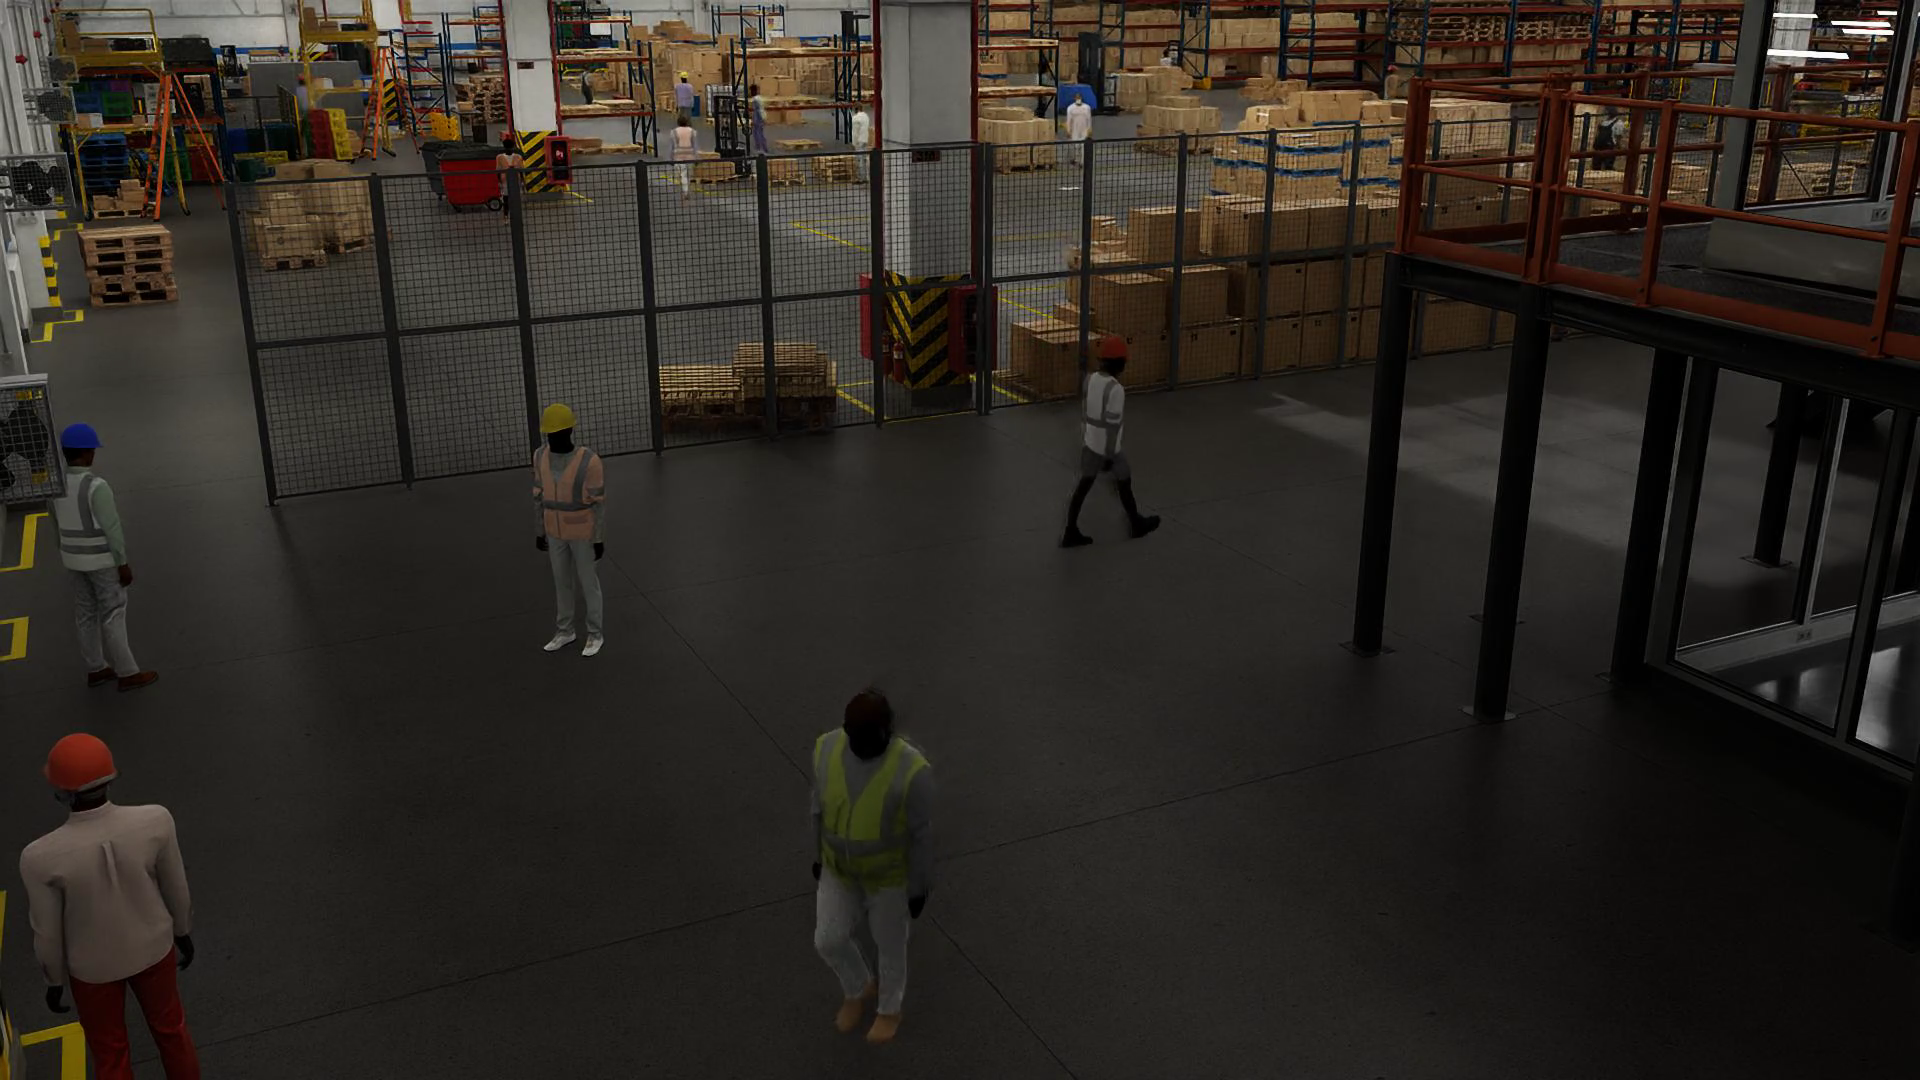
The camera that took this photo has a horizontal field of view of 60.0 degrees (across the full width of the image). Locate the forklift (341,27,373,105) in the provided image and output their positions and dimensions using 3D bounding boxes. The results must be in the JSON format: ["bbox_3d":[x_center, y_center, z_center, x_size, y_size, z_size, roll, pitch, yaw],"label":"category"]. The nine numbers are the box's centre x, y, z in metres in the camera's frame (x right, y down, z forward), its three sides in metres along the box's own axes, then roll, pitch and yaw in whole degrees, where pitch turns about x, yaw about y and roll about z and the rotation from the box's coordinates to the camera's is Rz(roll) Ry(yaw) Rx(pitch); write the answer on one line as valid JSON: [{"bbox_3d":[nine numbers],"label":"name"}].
[{"bbox_3d":[-22.275,-17.346,60.954,1.873,2.768,1.129,-9,21,-25],"label":"forklift"}]

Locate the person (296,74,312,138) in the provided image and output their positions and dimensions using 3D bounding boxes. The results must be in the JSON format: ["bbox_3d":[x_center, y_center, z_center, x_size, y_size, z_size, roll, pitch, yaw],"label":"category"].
[{"bbox_3d":[-19.589,-12.963,49.757,1.012,1.879,0.563,13,23,33],"label":"person"}]

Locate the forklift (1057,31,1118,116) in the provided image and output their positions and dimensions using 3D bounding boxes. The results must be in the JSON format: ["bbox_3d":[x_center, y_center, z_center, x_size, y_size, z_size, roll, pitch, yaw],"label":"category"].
[{"bbox_3d":[4.326,-15.901,56.764,1.873,2.768,1.129,-9,21,-25],"label":"forklift"}]

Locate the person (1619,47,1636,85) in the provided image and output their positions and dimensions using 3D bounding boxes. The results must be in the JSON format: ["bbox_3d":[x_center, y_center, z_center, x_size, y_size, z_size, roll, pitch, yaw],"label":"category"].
[{"bbox_3d":[27.395,-19.330,68.281,0.619,1.838,0.430,1,19,3],"label":"person"}]

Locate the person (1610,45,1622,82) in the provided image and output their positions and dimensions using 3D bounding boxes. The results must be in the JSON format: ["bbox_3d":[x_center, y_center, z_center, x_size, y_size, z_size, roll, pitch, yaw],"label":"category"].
[{"bbox_3d":[28.427,-20.569,72.090,0.552,1.683,0.425,1,19,2],"label":"person"}]

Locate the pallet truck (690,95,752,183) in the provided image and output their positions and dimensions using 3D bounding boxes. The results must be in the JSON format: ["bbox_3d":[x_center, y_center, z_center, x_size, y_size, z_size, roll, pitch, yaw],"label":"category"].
[{"bbox_3d":[-5.836,-9.608,39.856,0.823,1.965,1.885,10,22,27],"label":"pallet truck"}]

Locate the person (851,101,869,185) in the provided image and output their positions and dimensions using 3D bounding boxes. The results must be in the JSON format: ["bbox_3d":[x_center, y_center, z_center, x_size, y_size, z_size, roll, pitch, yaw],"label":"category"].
[{"bbox_3d":[-2.364,-9.369,39.270,0.369,1.932,0.623,10,21,26],"label":"person"}]

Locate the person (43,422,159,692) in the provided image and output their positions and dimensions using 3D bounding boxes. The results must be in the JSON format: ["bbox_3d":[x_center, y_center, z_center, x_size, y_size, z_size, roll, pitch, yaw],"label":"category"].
[{"bbox_3d":[-6.084,0.129,11.713,0.602,1.943,0.399,8,21,22],"label":"person"}]

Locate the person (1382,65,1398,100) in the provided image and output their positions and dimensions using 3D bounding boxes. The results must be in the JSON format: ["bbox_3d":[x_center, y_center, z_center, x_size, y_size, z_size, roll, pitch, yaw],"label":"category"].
[{"bbox_3d":[13.892,-14.430,53.949,0.555,1.915,0.645,-9,21,-24],"label":"person"}]

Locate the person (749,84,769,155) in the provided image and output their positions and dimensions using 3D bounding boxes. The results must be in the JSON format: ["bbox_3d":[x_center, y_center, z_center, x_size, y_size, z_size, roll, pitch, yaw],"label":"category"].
[{"bbox_3d":[-5.554,-11.484,45.460,0.697,1.886,0.675,1,19,4],"label":"person"}]

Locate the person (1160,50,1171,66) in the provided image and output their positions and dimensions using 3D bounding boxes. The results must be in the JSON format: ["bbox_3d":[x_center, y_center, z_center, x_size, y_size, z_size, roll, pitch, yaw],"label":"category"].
[{"bbox_3d":[8.044,-18.217,65.040,0.520,1.845,0.845,-3,19,-10],"label":"person"}]

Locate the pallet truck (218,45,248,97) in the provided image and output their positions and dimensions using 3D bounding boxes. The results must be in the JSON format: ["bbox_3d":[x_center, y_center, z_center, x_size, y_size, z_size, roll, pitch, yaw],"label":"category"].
[{"bbox_3d":[-28.879,-18.665,66.111,0.823,1.965,1.885,-3,19,-9],"label":"pallet truck"}]

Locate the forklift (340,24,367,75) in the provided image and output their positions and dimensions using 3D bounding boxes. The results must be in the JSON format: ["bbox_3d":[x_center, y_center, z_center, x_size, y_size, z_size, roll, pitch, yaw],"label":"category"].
[{"bbox_3d":[-23.493,-18.591,64.562,1.129,2.768,1.873,13,23,34],"label":"forklift"}]

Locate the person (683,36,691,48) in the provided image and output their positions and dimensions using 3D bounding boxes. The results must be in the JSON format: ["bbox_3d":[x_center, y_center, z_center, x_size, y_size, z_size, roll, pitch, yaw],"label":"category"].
[{"bbox_3d":[-12.346,-21.752,75.149,0.544,1.939,0.354,8,21,21],"label":"person"}]

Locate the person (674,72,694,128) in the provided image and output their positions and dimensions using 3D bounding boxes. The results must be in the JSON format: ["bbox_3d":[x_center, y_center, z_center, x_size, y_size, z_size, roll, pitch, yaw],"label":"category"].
[{"bbox_3d":[-8.277,-13.087,50.045,0.585,1.929,0.377,4,19,11],"label":"person"}]

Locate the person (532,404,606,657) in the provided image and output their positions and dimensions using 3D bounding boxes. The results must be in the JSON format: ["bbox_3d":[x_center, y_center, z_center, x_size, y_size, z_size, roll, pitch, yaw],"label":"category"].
[{"bbox_3d":[-2.899,-0.075,12.326,0.594,1.926,0.366,7,20,19],"label":"person"}]

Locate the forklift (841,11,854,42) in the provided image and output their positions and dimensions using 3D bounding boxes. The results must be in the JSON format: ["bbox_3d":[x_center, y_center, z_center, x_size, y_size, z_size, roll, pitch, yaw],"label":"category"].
[{"bbox_3d":[-5.633,-25.058,83.308,1.873,2.768,1.129,-9,21,-25],"label":"forklift"}]

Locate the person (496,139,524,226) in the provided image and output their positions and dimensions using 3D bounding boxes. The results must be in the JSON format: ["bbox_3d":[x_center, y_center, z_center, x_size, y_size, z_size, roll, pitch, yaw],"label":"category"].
[{"bbox_3d":[-8.943,-7.126,33.112,0.531,1.697,0.320,-7,20,-20],"label":"person"}]

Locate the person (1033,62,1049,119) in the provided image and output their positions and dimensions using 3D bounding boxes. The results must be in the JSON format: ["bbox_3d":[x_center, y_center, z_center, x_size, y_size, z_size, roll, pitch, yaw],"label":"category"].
[{"bbox_3d":[2.723,-14.753,54.838,0.456,1.949,0.634,-6,20,-17],"label":"person"}]

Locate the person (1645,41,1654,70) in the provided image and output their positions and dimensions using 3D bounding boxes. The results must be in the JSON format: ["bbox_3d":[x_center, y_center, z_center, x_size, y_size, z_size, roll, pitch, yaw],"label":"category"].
[{"bbox_3d":[32.307,-22.614,78.126,0.498,1.618,0.518,-6,20,-16],"label":"person"}]

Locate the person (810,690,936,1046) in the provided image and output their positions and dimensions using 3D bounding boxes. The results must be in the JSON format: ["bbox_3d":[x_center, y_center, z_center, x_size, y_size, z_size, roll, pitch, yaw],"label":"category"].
[{"bbox_3d":[-0.422,1.542,7.794,0.653,1.822,0.450,8,21,21],"label":"person"}]

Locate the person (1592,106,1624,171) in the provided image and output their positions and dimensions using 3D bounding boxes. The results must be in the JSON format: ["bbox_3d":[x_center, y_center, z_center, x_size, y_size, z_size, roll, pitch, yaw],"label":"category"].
[{"bbox_3d":[14.567,-8.851,37.597,0.539,2.000,0.686,-11,22,-28],"label":"person"}]

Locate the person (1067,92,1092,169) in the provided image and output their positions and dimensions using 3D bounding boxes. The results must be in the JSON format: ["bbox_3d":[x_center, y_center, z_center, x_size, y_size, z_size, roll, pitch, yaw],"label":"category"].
[{"bbox_3d":[3.037,-10.387,42.236,0.642,1.914,0.426,-4,19,-12],"label":"person"}]

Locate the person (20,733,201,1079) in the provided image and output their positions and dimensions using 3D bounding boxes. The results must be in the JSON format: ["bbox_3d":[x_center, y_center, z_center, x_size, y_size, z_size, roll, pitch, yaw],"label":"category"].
[{"bbox_3d":[-3.536,1.728,6.992,0.372,1.997,0.622,18,26,42],"label":"person"}]

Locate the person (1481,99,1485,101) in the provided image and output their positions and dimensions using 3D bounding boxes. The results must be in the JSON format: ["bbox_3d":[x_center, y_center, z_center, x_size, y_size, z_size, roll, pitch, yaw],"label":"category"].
[{"bbox_3d":[13.192,-10.247,42.090,0.528,1.748,0.678,-3,19,-9],"label":"person"}]

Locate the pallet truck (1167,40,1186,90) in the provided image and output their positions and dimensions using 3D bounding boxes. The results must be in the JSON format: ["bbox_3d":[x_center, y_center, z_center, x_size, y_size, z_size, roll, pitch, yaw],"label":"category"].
[{"bbox_3d":[9.045,-19.971,69.895,0.823,1.965,1.885,-3,19,-8],"label":"pallet truck"}]

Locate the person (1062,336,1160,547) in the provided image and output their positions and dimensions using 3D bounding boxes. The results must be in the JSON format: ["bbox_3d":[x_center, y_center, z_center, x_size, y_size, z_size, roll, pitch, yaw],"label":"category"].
[{"bbox_3d":[1.331,-0.871,14.705,1.011,1.881,0.544,-11,22,-29],"label":"person"}]

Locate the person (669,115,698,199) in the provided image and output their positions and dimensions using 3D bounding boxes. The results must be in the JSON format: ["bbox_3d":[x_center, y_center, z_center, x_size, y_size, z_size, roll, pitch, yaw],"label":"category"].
[{"bbox_3d":[-6.127,-8.503,36.938,0.630,1.811,0.875,-8,21,-22],"label":"person"}]

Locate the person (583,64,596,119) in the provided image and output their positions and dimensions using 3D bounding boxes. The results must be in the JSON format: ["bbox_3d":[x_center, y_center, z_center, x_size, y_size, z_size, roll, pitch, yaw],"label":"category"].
[{"bbox_3d":[-12.572,-15.180,56.269,0.363,1.825,0.541,-14,23,-34],"label":"person"}]
